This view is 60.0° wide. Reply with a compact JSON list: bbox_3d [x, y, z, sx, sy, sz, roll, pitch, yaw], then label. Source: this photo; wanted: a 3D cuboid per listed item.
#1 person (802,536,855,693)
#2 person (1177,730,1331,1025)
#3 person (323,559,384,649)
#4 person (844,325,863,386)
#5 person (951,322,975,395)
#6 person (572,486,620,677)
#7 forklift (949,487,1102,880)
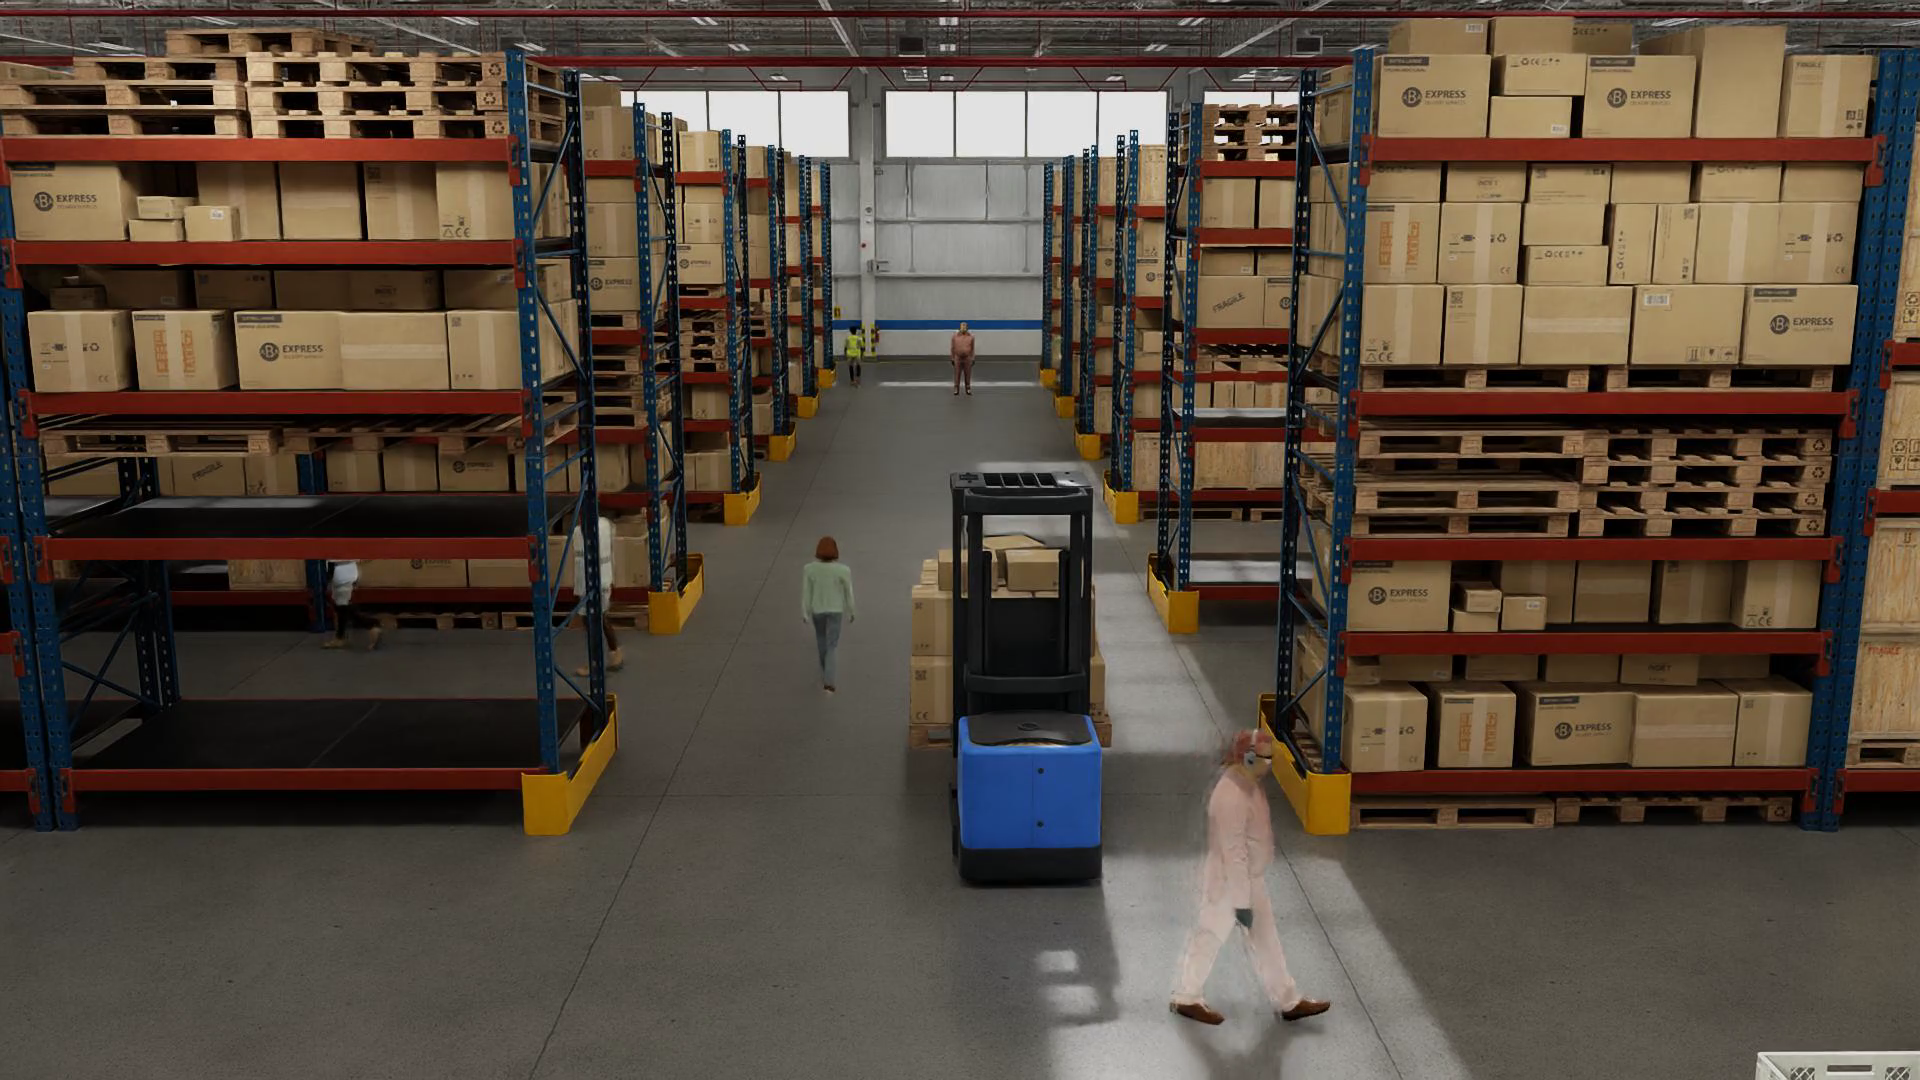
[{"bbox_3d":[-1.360,0.752,17.191,0.522,1.588,0.869,1,11,7],"label":"person"},{"bbox_3d":[1.780,2.061,10.030,0.981,1.849,0.683,4,12,21],"label":"person"},{"bbox_3d":[-6.819,0.431,18.570,0.706,1.680,0.537,0,11,2],"label":"person"},{"bbox_3d":[-2.937,-5.119,46.077,0.538,1.676,0.629,0,11,0],"label":"person"},{"bbox_3d":[0.081,-4.753,43.686,0.652,1.907,0.404,-1,11,-5],"label":"person"},{"bbox_3d":[-3.899,0.431,17.669,0.395,2.040,0.630,6,13,27],"label":"person"},{"bbox_3d":[0.495,0.986,12.813,1.129,2.768,1.873,0,11,-2],"label":"forklift"}]
